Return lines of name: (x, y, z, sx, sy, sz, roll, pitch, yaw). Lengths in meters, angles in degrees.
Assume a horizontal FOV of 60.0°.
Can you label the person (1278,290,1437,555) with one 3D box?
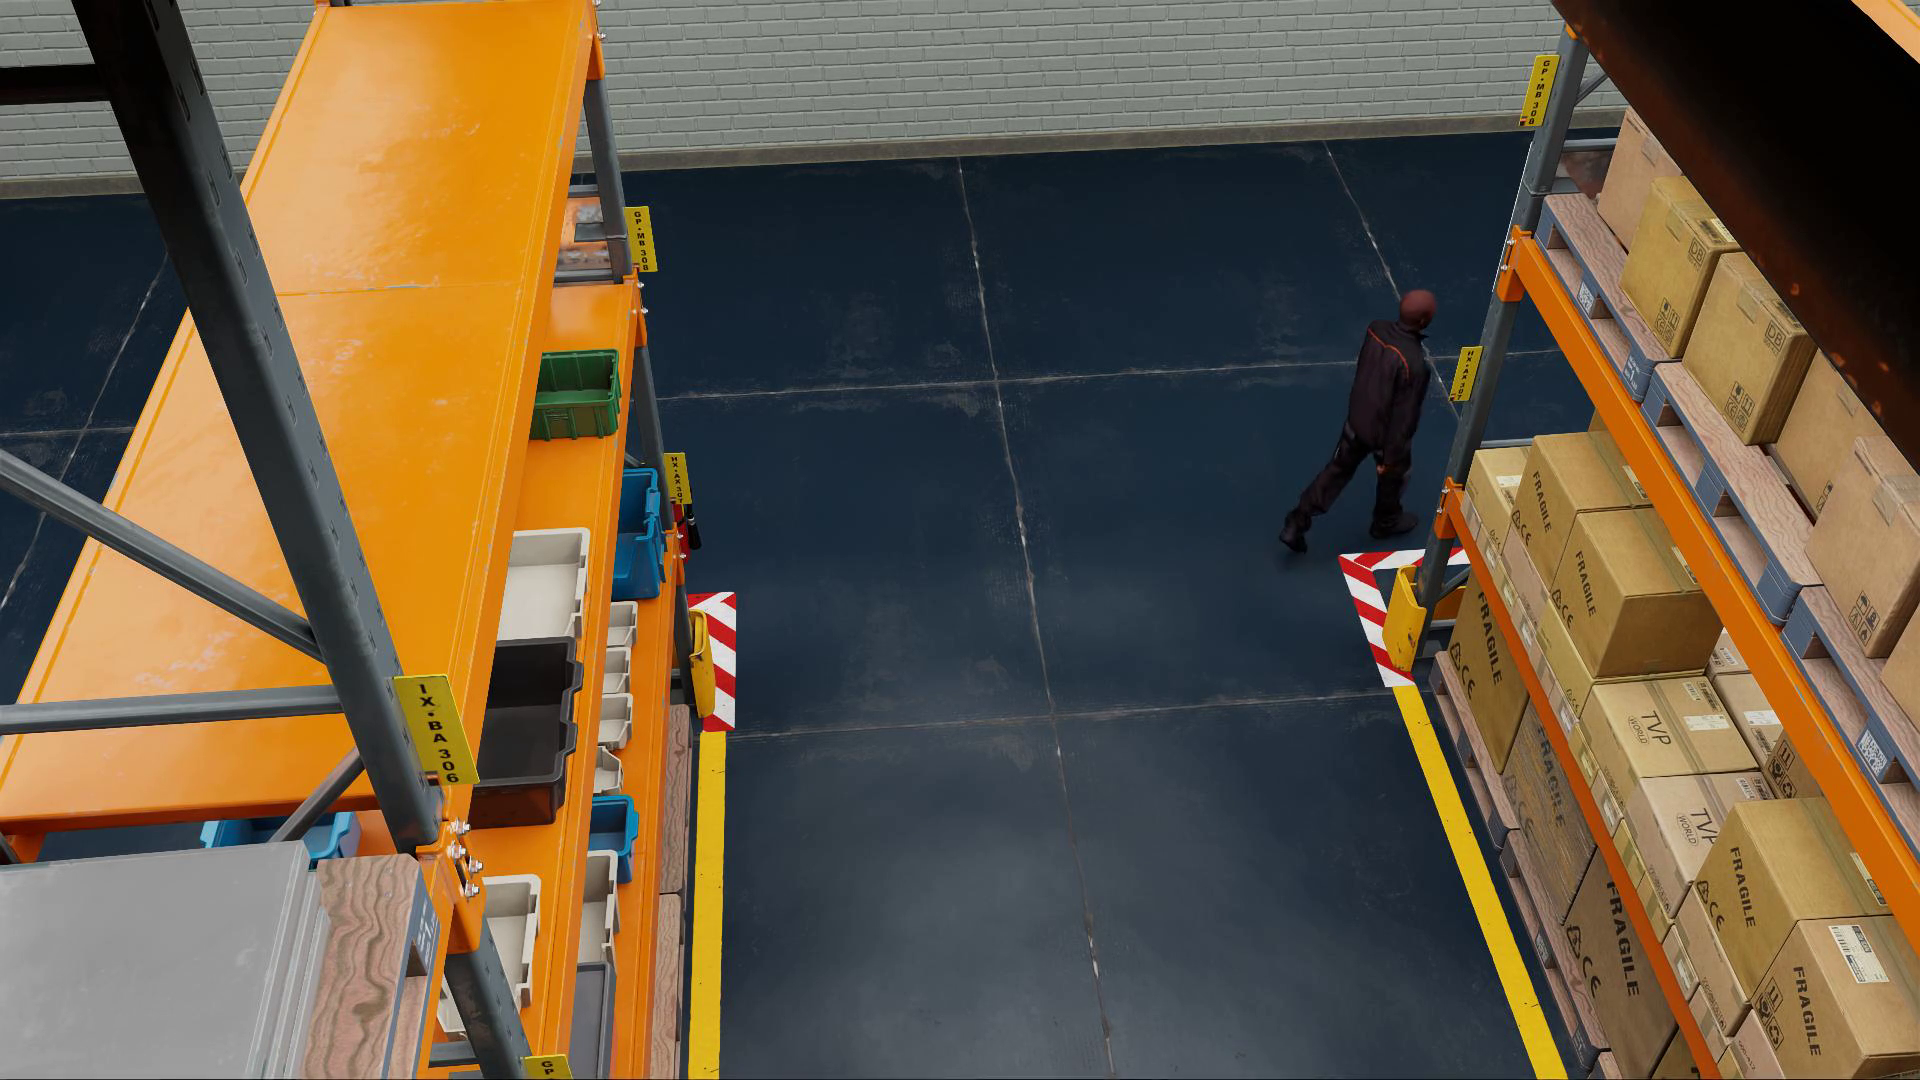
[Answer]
person: (2.290, -0.622, 9.442, 1.084, 1.812, 1.256, -19, 46, -19)
